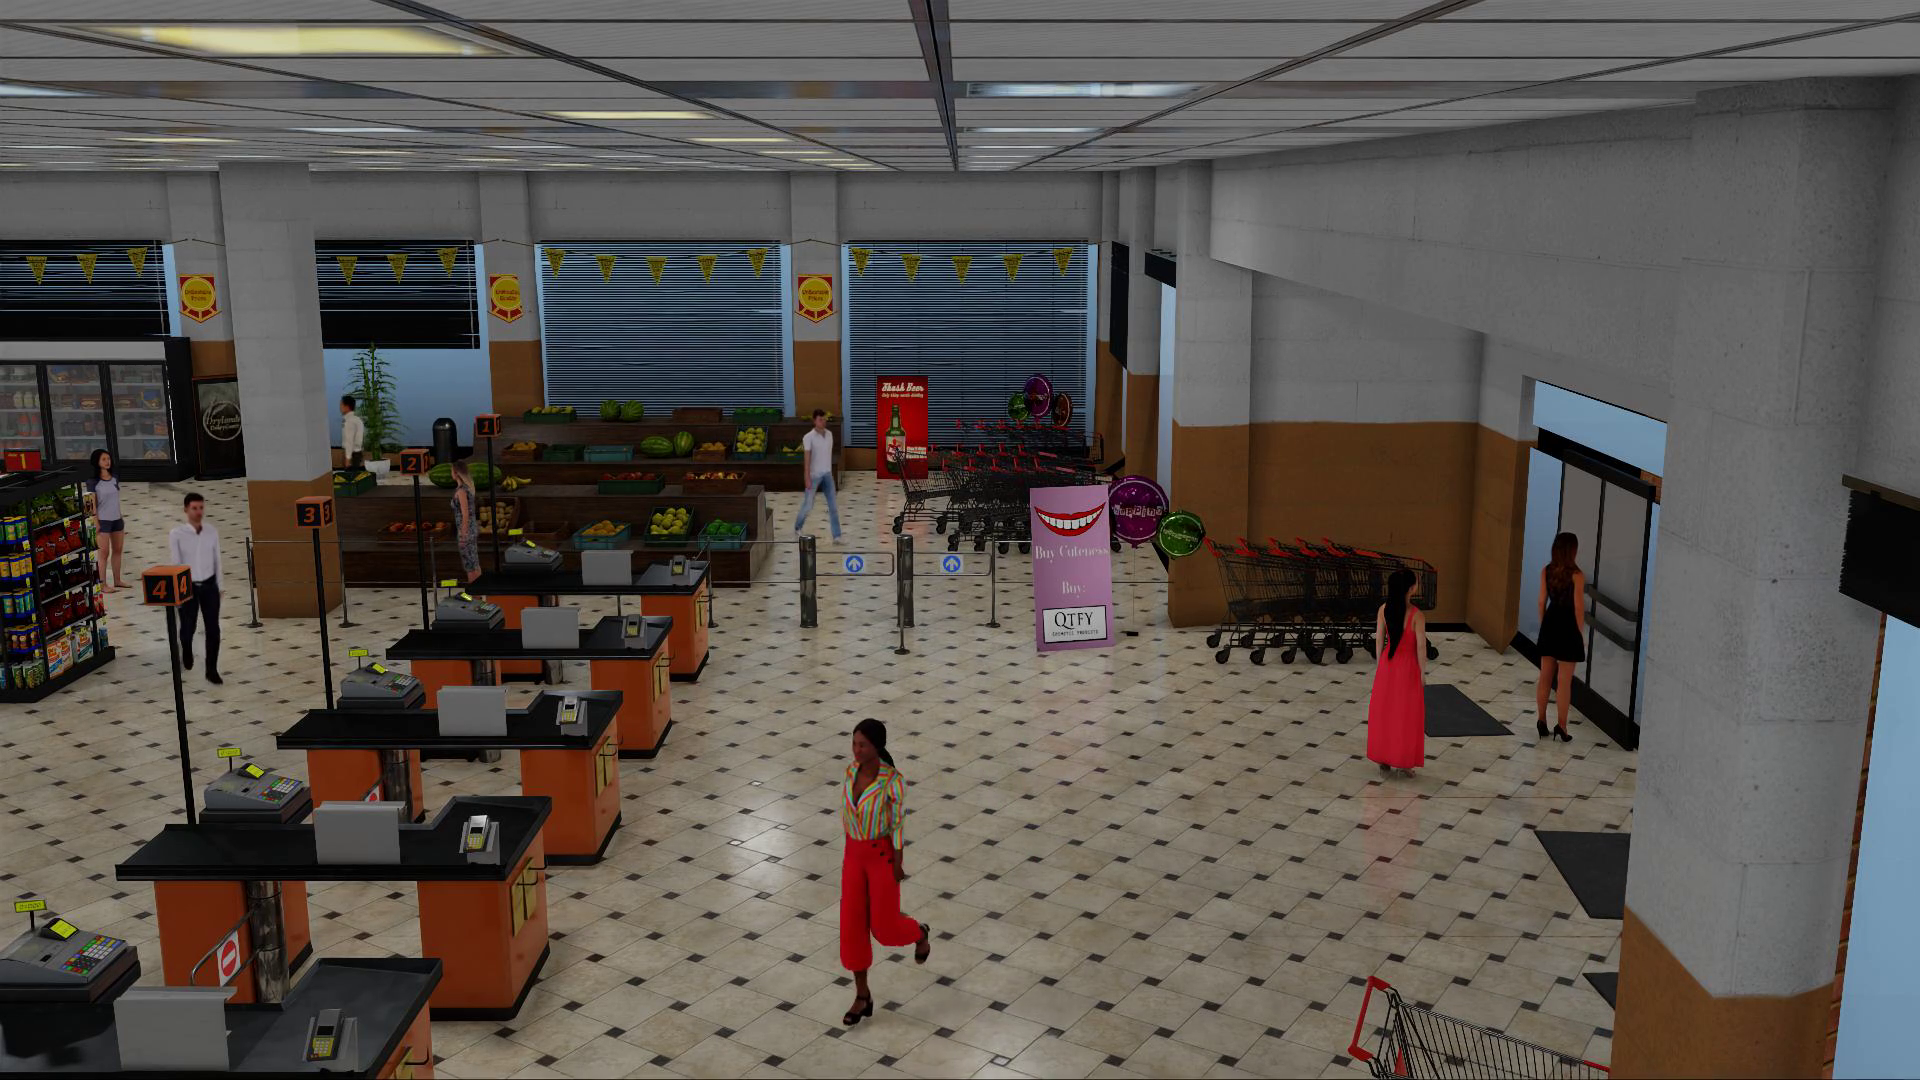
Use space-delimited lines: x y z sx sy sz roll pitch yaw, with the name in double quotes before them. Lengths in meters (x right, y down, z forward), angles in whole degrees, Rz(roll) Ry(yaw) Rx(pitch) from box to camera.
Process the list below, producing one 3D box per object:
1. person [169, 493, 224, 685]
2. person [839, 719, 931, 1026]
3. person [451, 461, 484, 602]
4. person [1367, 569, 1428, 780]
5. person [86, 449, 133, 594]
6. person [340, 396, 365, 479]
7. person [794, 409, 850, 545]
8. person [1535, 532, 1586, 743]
"person" -7.423 0.454 16.130 1.014 1.848 1.022 -9 15 -37
"person" -0.449 1.873 9.573 1.032 1.774 0.972 7 14 32
"person" -5.598 -0.060 18.930 0.516 1.702 0.583 -1 12 -6
"person" 3.557 1.076 13.474 0.706 1.725 0.774 11 16 41
"person" -10.141 -0.244 19.793 0.608 1.706 0.650 3 12 15
"person" -8.666 -1.169 23.972 0.989 1.794 0.782 -2 12 -11
"person" -1.961 -0.838 22.347 1.203 1.815 1.235 -11 16 -43
"person" 5.172 0.834 14.362 0.709 1.834 0.672 -9 15 -37
